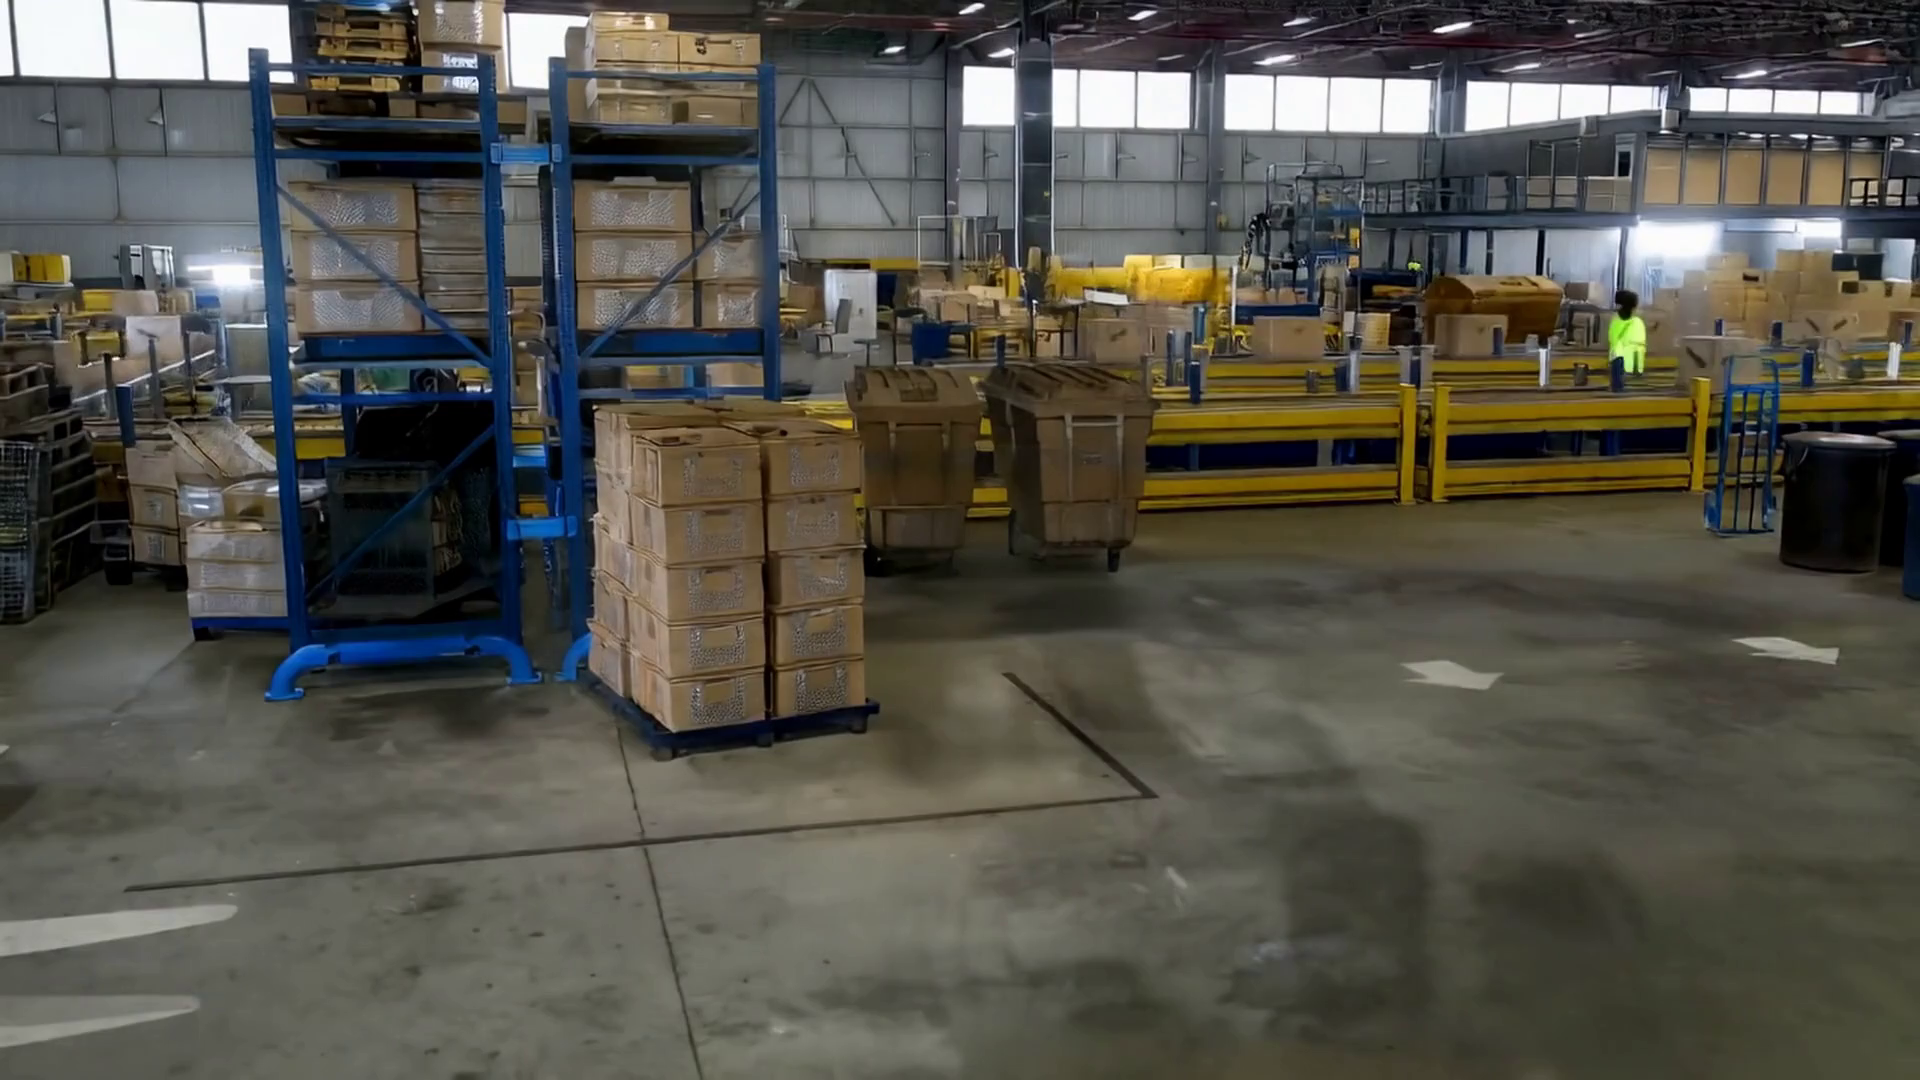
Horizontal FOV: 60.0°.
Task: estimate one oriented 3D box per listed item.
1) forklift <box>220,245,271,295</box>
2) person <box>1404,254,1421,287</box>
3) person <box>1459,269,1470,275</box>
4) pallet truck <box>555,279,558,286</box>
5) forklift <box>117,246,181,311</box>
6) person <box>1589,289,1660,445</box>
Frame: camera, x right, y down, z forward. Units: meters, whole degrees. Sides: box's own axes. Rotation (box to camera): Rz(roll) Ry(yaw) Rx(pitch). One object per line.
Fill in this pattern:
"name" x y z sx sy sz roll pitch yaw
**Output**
"forklift" -17.749 -6.334 41.440 1.157 1.987 2.680 -3 10 -17
"person" 16.562 -9.580 61.117 0.611 1.843 0.924 -3 10 -15
"person" 8.923 -3.927 29.478 0.524 1.721 0.911 -1 10 -7
"pallet truck" -10.604 -6.375 44.520 0.653 1.274 1.630 -3 10 -15
"forklift" -19.966 -6.232 40.894 1.157 1.987 2.680 -3 10 -15
"person" 7.145 -1.835 17.763 0.695 1.676 0.539 -2 10 -13
